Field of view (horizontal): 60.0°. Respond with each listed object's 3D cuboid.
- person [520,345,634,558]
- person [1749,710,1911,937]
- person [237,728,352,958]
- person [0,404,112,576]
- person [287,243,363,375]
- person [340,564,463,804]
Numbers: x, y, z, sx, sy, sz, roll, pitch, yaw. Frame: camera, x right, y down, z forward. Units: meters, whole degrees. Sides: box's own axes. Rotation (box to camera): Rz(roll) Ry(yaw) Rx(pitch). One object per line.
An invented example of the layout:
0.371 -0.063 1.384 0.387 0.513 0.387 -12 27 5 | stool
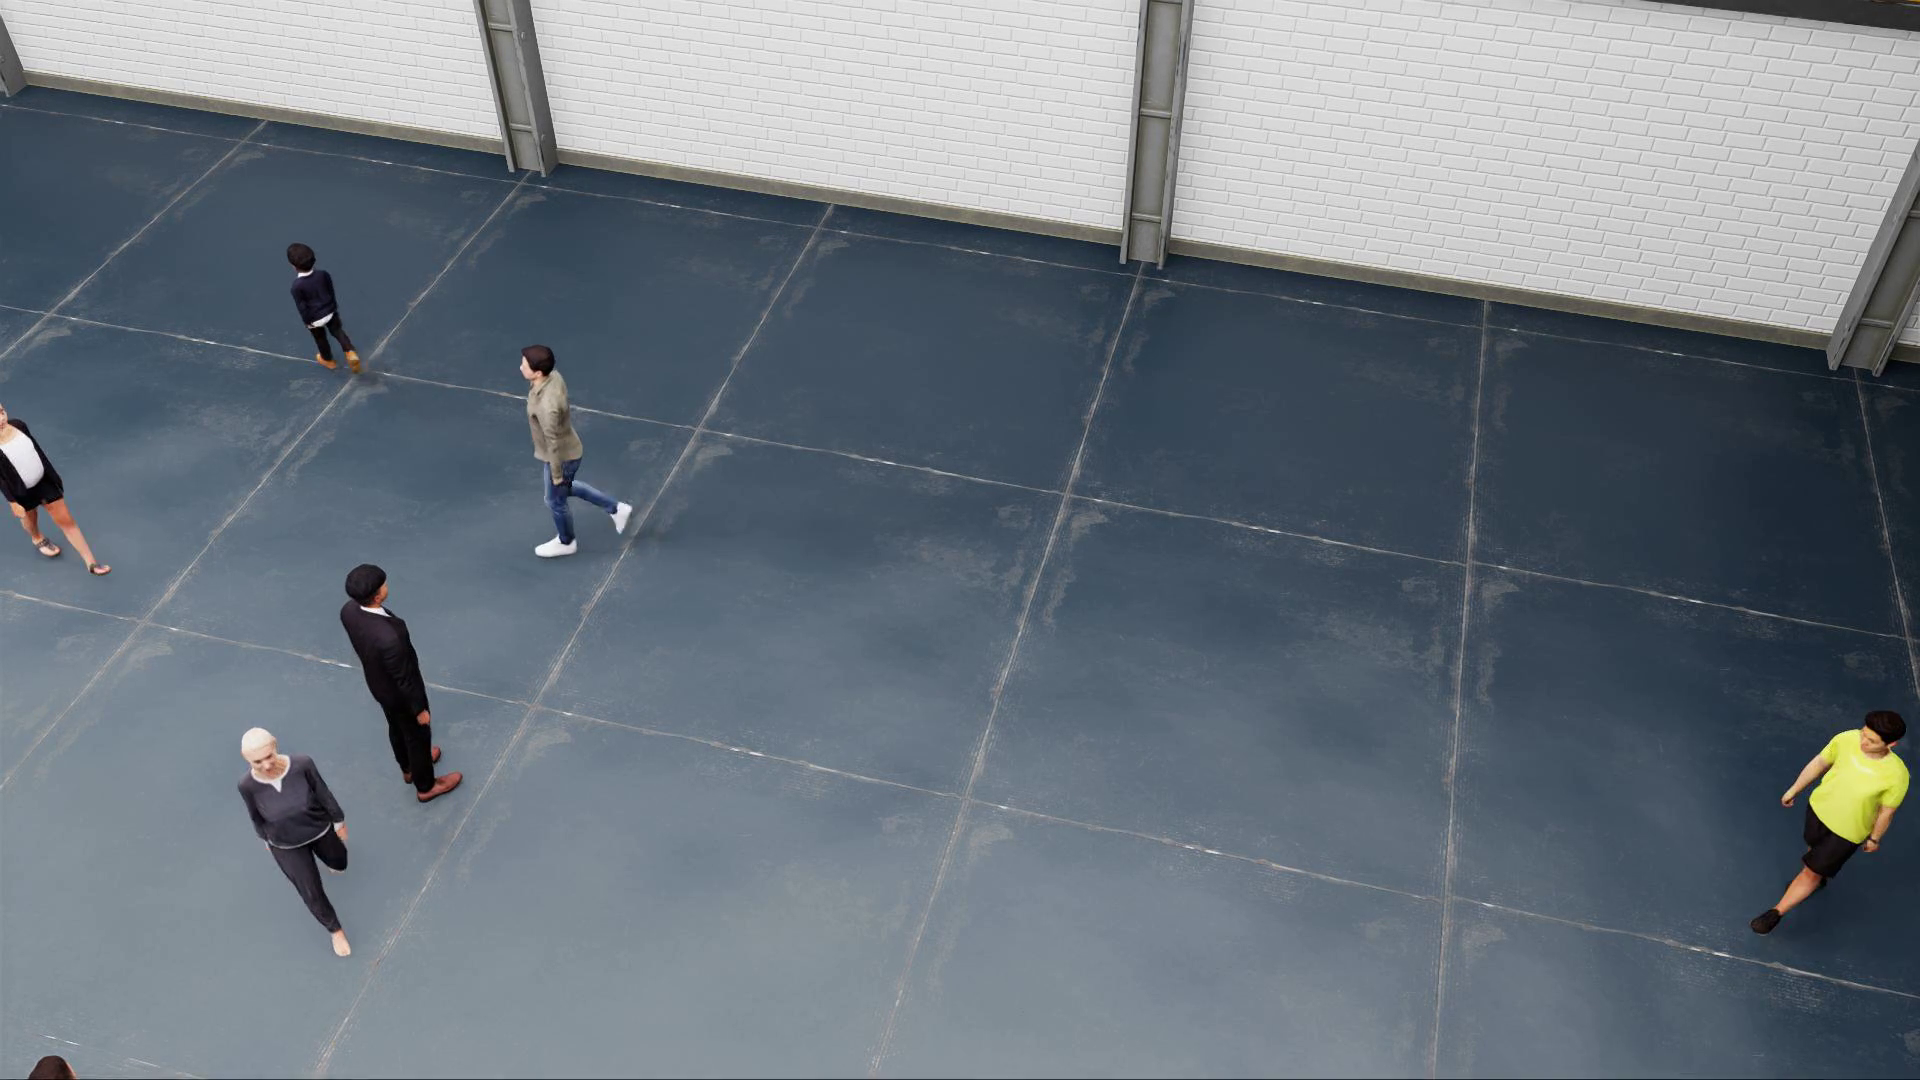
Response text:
-2.723 -0.621 11.634 1.086 1.852 0.919 -5 44 -6 | person
5.091 1.532 9.500 1.105 1.678 1.011 -18 46 -18 | person
-3.740 1.588 9.423 1.004 1.705 1.062 -21 47 -20 | person
-6.578 -0.405 11.652 1.124 1.515 0.778 24 49 23 | person
-5.120 -1.842 13.378 0.834 1.215 0.700 32 52 29 | person
-3.408 0.892 10.029 0.843 1.877 0.697 -34 53 -30 | person
